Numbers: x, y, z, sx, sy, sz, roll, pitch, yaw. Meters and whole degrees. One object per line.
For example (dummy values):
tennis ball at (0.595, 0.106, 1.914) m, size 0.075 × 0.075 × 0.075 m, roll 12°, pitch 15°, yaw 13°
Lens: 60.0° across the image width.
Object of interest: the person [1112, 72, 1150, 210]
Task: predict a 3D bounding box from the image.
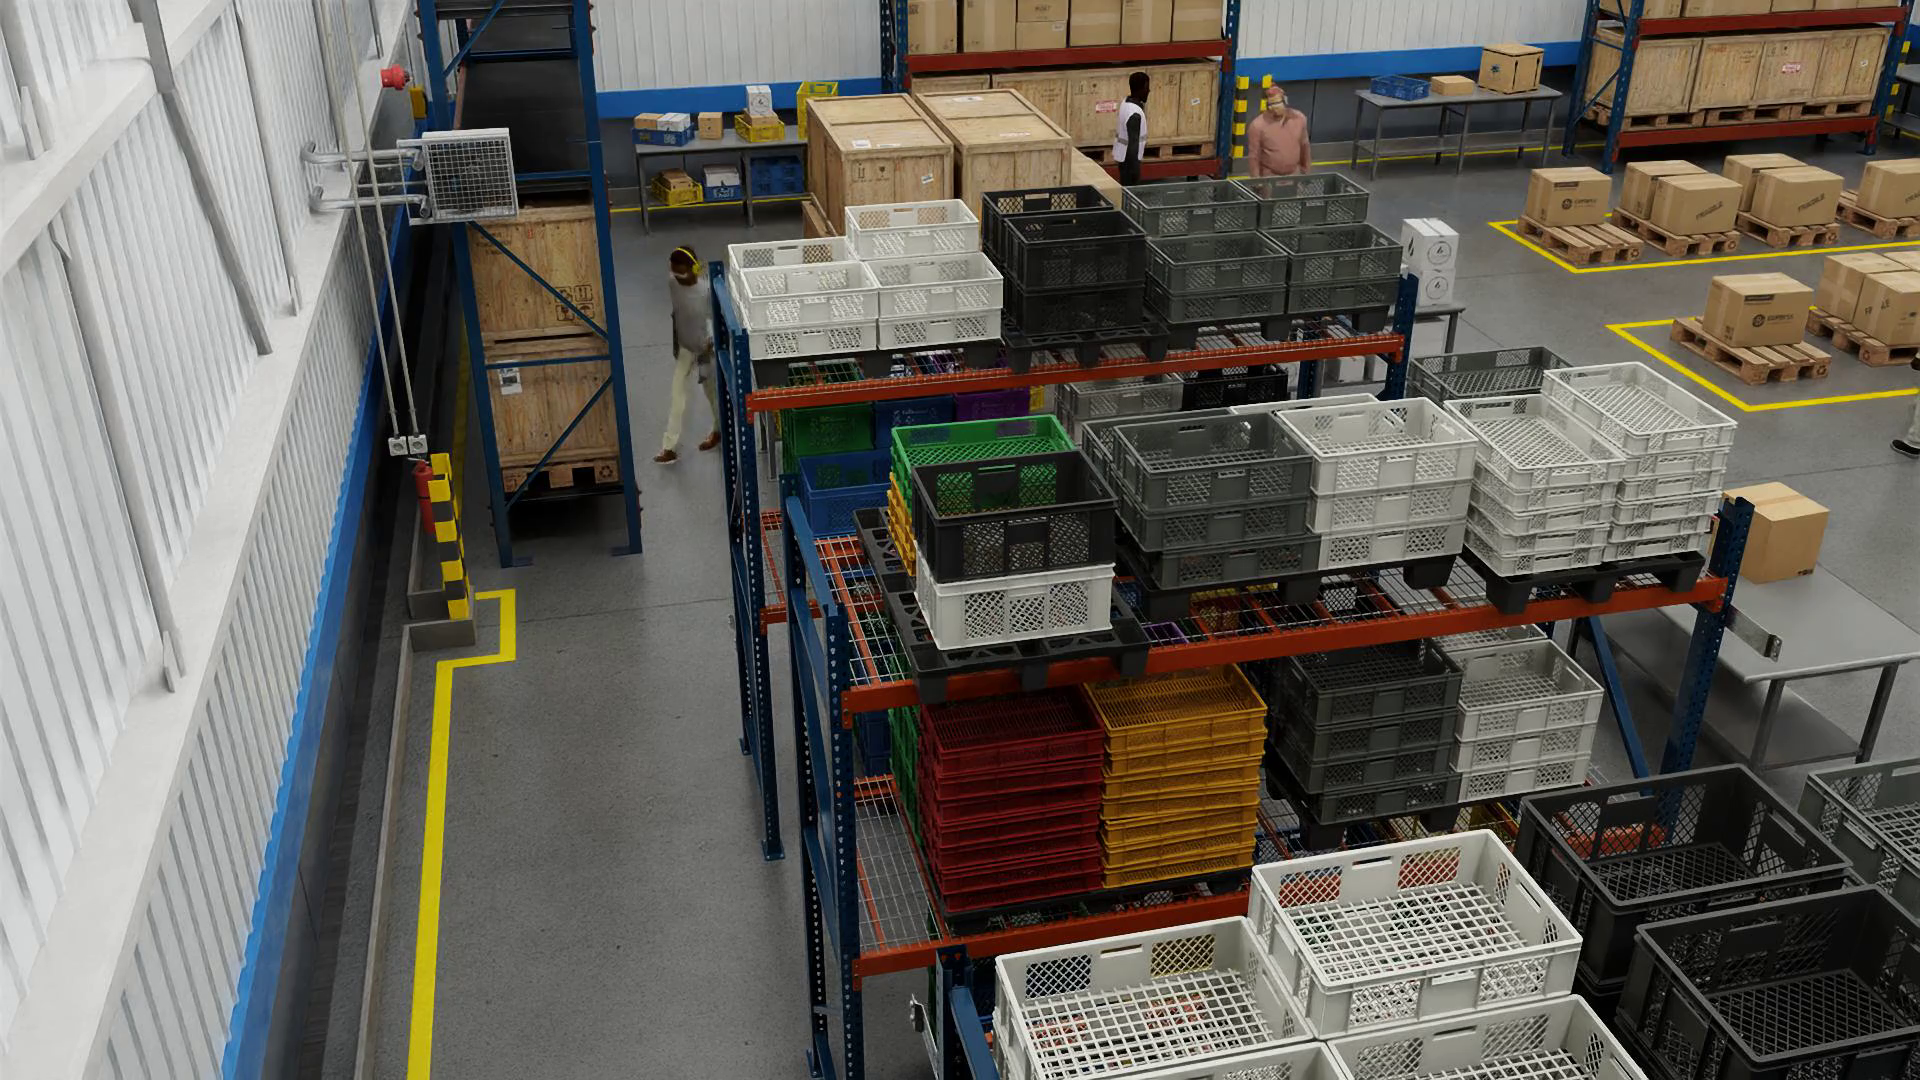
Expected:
person at (1.860, -4.134, 18.121) m, size 0.397 × 1.911 × 0.578 m, roll -1°, pitch 28°, yaw -3°

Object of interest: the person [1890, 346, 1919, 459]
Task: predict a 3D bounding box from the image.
person at (7.889, -1.525, 13.246) m, size 0.588 × 1.833 × 0.404 m, roll -4°, pitch 28°, yaw -7°

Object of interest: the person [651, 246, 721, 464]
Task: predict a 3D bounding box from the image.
person at (-2.154, -1.455, 13.134) m, size 0.577 × 1.809 × 0.936 m, roll 13°, pitch 31°, yaw 24°

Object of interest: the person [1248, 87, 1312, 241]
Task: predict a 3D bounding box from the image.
person at (3.378, -3.862, 17.639) m, size 0.705 × 1.879 × 0.506 m, roll -6°, pitch 28°, yaw -11°

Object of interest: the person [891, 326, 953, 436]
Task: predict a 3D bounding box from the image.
person at (-0.280, -0.933, 12.072) m, size 0.573 × 1.882 × 0.359 m, roll -22°, pitch 35°, yaw -35°
